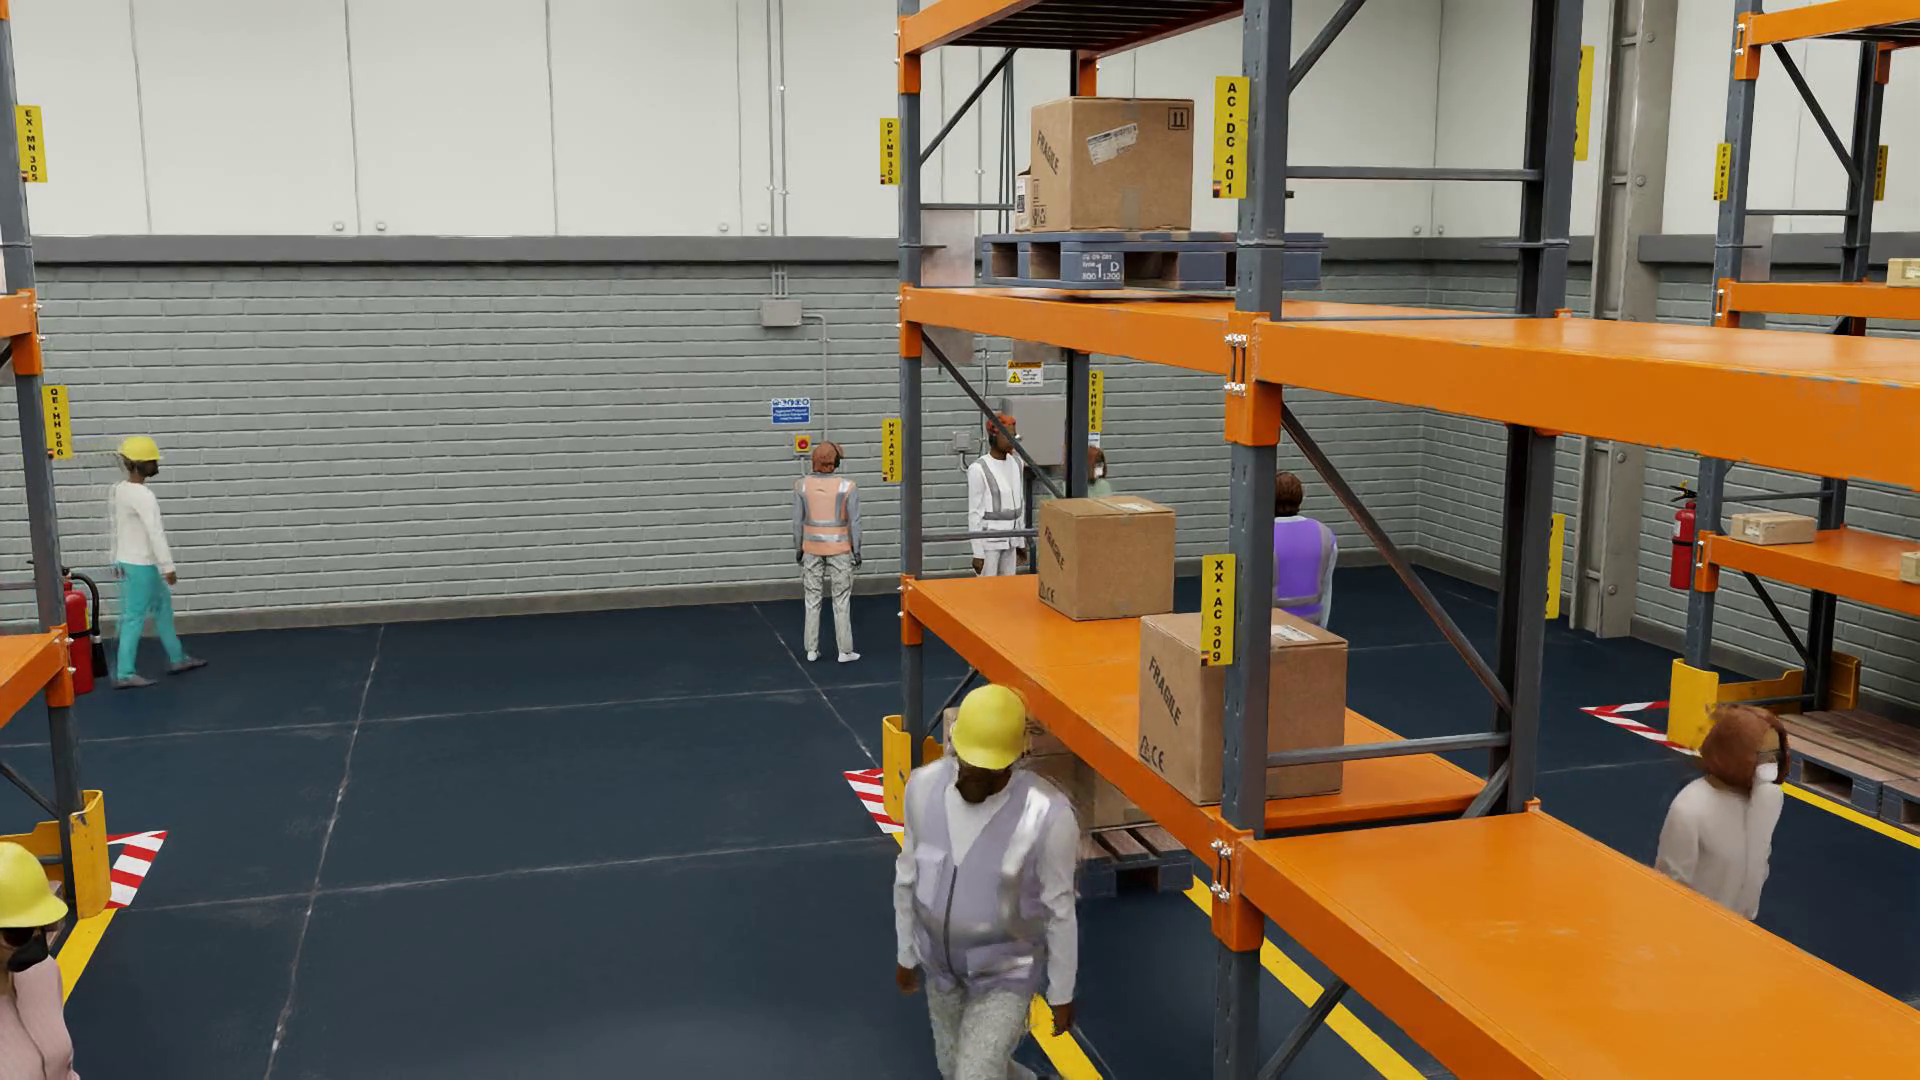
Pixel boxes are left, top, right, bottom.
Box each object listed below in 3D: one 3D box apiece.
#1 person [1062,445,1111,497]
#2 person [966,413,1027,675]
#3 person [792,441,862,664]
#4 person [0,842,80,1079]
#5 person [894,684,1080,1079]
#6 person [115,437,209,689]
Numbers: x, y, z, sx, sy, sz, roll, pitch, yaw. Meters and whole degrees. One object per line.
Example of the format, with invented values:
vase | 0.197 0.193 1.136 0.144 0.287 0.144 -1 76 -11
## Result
person | 0.906 0.081 12.369 0.751 1.610 0.509 9 14 43
person | 0.261 0.033 11.871 0.352 1.878 0.567 8 12 37
person | -0.966 0.096 12.169 0.524 1.639 0.308 2 10 14
person | -2.116 1.518 3.734 0.343 1.758 0.521 0 10 -1
person | 0.112 1.264 5.133 0.606 1.785 0.753 6 12 32
person | -5.593 0.146 11.604 0.783 1.736 0.549 -9 13 -42
